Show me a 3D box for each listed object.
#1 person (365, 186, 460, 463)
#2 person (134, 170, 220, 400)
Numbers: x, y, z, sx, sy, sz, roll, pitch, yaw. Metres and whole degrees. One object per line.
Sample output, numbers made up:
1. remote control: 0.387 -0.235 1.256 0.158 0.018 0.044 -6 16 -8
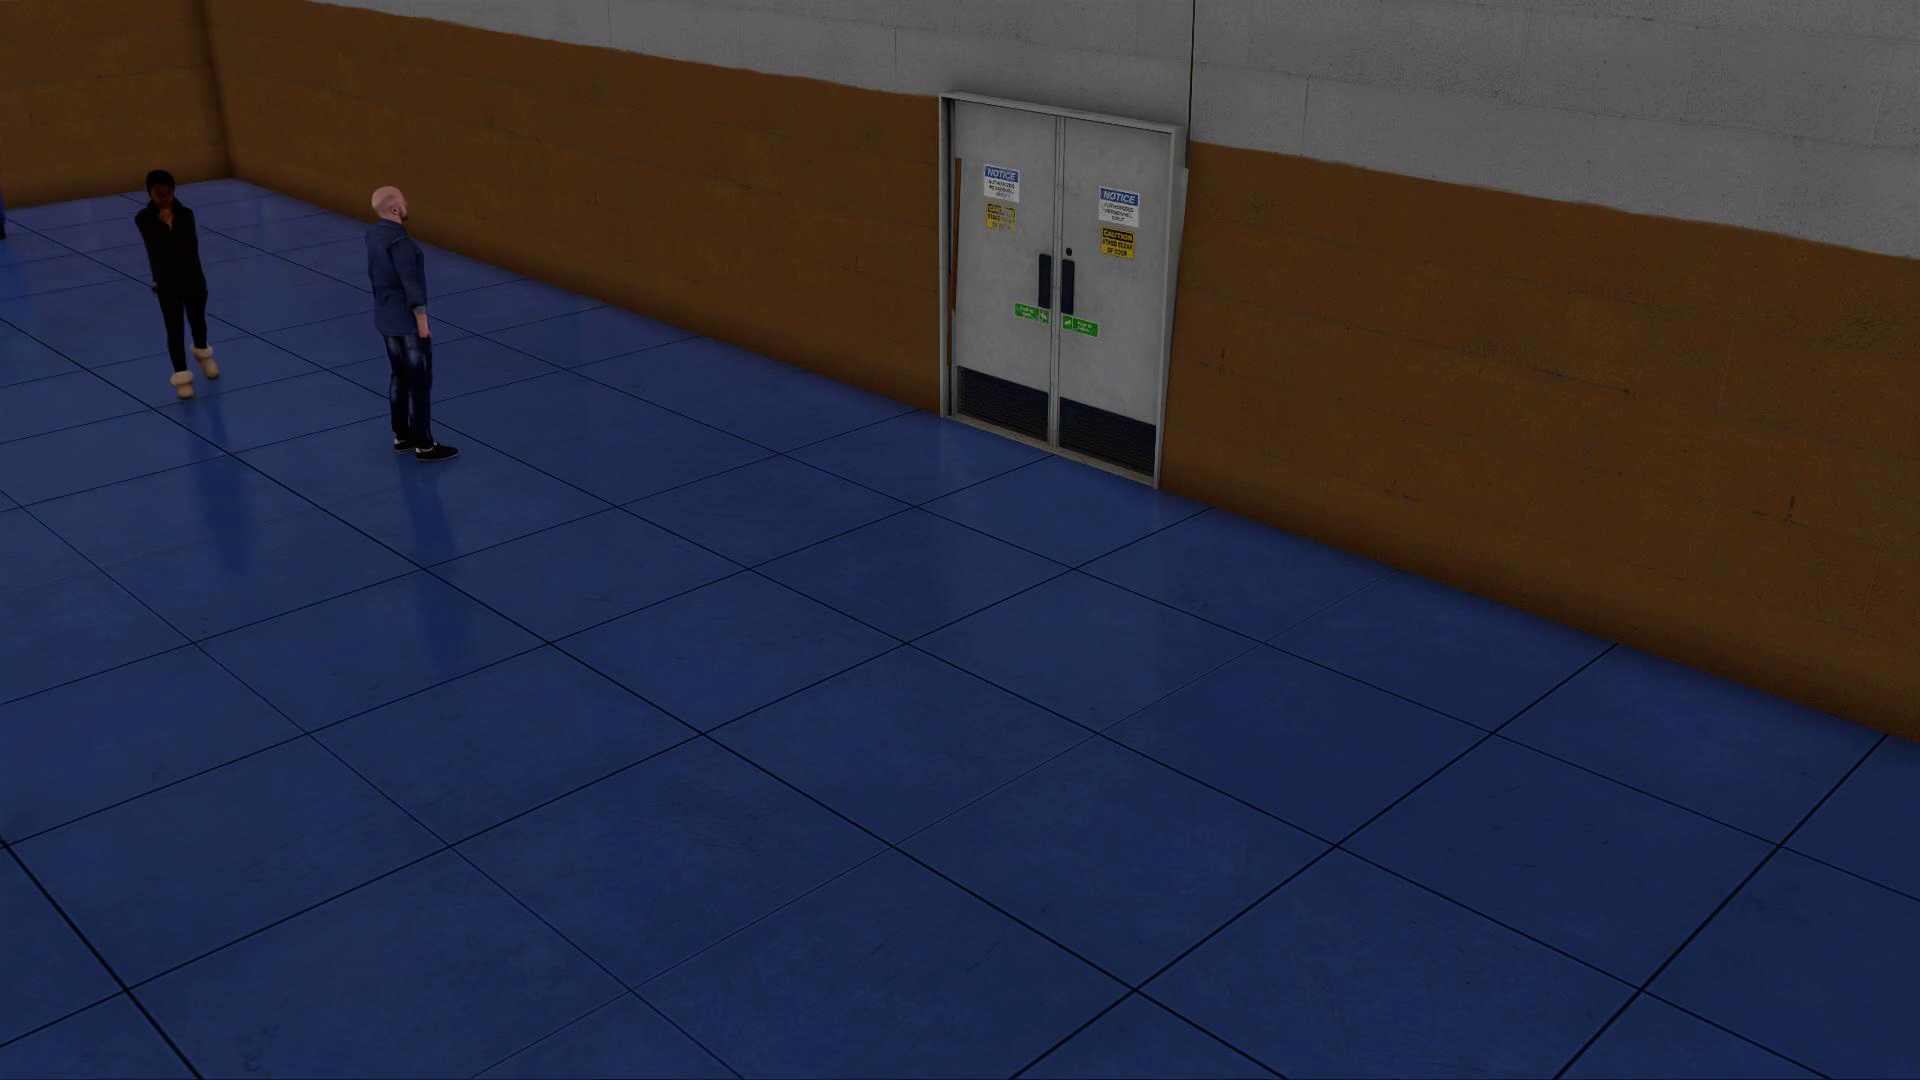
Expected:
1. person: -3.677 -1.432 11.026 0.547 1.823 0.711 -22 32 -40
2. person: -5.692 -1.866 12.220 1.127 1.660 0.794 -3 24 -8
